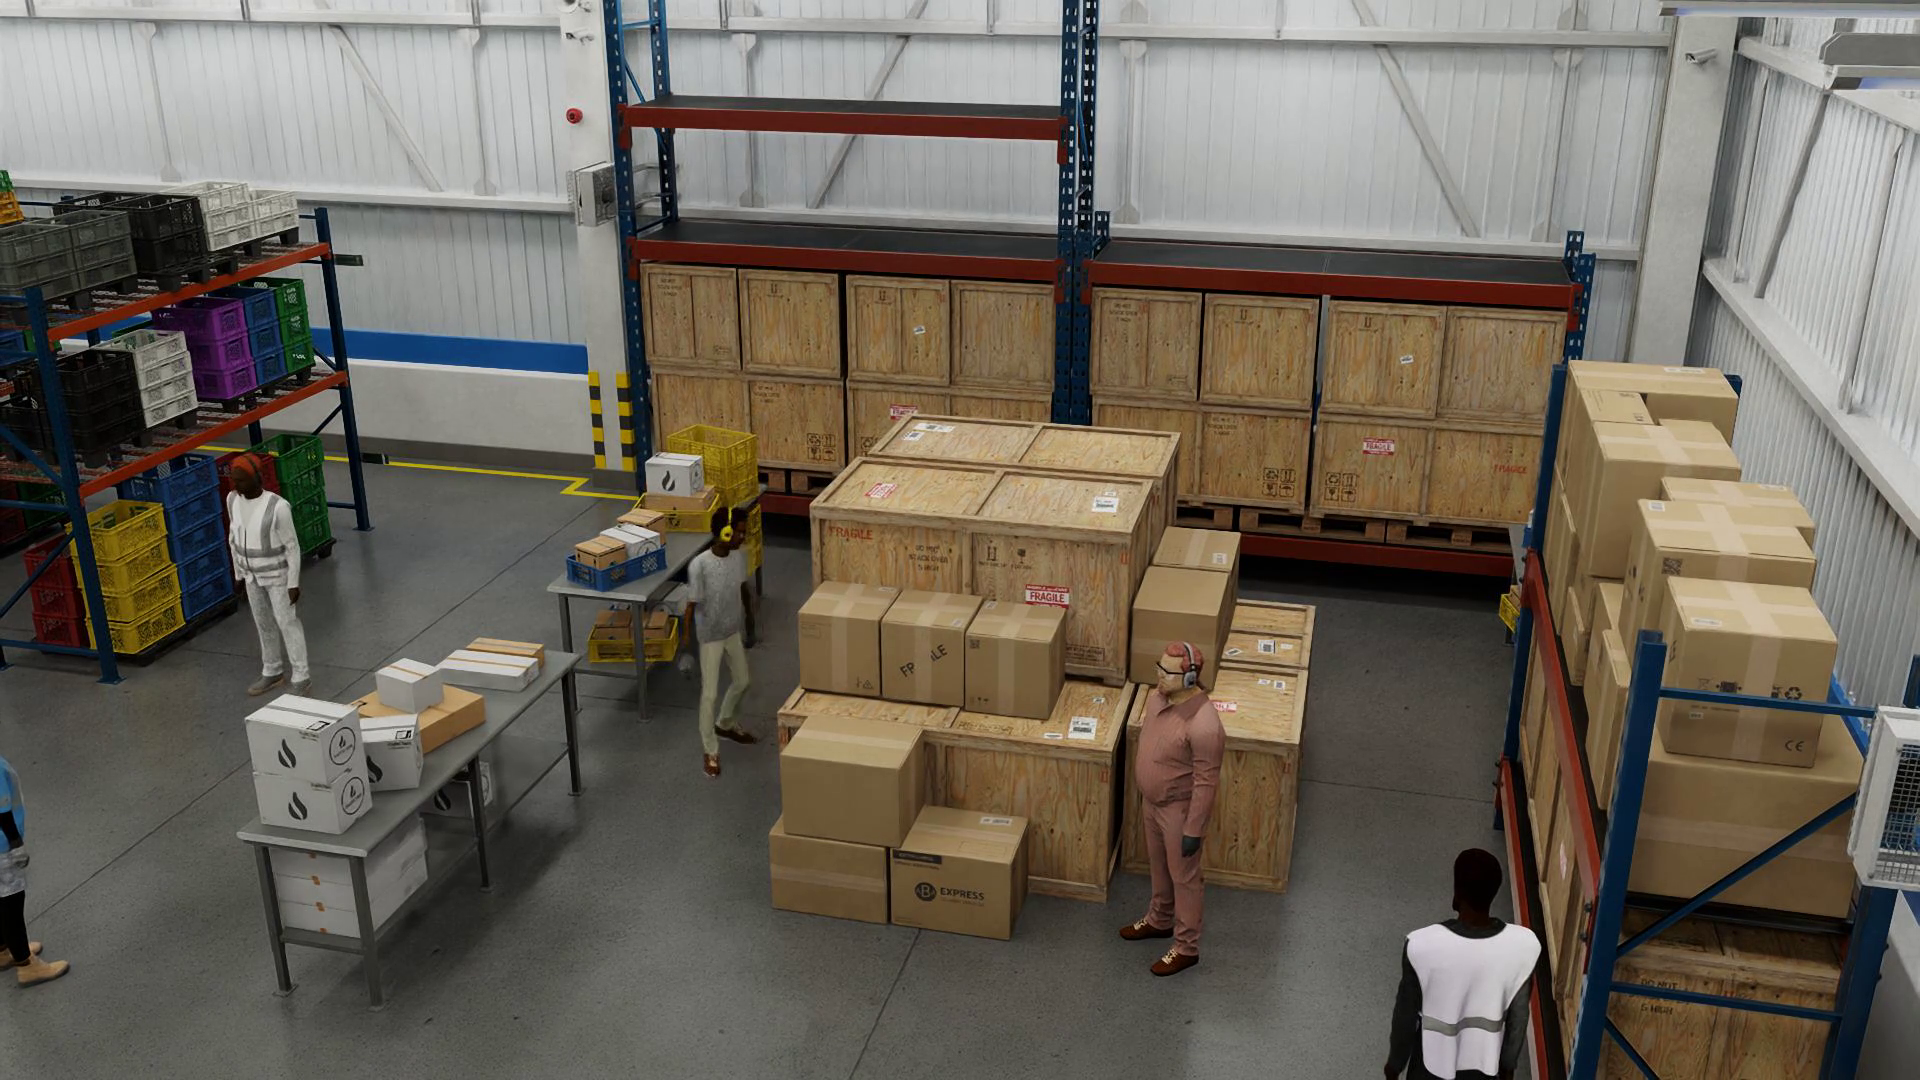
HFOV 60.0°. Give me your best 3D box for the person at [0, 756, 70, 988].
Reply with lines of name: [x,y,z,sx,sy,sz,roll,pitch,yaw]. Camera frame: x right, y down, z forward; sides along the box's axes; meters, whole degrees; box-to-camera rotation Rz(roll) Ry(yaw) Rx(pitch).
person: [-5.146,1.585,8.881,0.533,1.692,0.322,17,27,37]

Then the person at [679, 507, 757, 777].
person: [-1.660,0.659,11.100,0.437,1.852,0.730,18,27,39]

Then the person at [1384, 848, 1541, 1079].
person: [2.101,2.178,7.038,0.579,1.911,0.396,-3,21,-7]

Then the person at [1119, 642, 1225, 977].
person: [1.140,1.427,8.994,0.408,1.913,0.641,-8,22,-19]

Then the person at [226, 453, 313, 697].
person: [-5.036,0.262,12.076,0.584,1.883,0.337,9,23,22]
